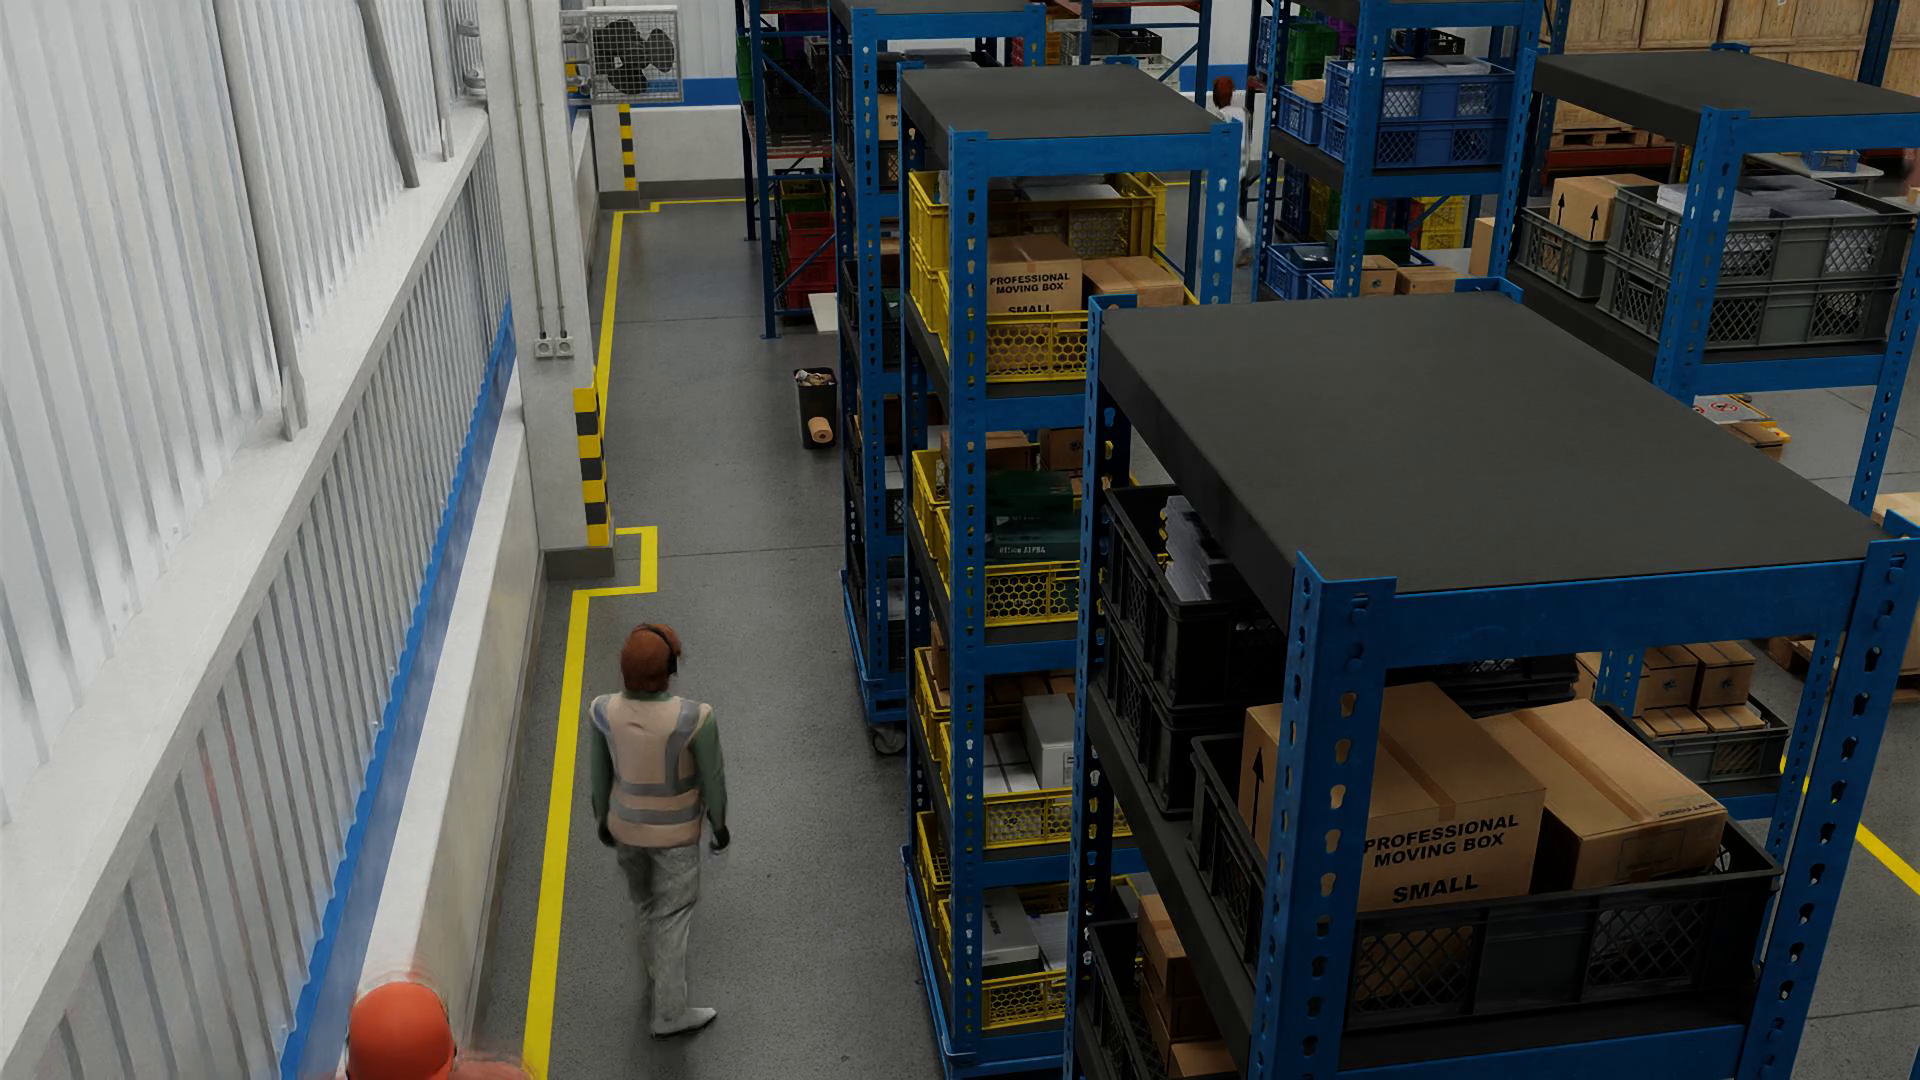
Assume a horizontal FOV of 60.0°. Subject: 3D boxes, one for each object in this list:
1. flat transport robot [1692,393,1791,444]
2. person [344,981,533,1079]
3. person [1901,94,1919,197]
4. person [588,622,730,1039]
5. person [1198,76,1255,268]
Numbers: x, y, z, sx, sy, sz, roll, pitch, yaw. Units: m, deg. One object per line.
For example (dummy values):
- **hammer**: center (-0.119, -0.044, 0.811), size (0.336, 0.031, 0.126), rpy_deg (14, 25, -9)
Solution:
- **flat transport robot**: center (5.224, -0.859, 12.132), size (1.431, 0.197, 0.652), rpy_deg (-4, 25, -8)
- **person**: center (-1.296, 1.882, 4.155), size (0.663, 1.971, 0.456), rpy_deg (-6, 25, -13)
- **person**: center (9.837, -3.874, 16.762), size (0.685, 1.896, 0.483), rpy_deg (1, 25, 2)
- **person**: center (-1.141, 1.090, 6.305), size (0.531, 1.609, 0.553), rpy_deg (8, 26, 16)
- **person**: center (2.600, -3.485, 15.958), size (0.608, 1.858, 0.600), rpy_deg (-17, 30, -33)
